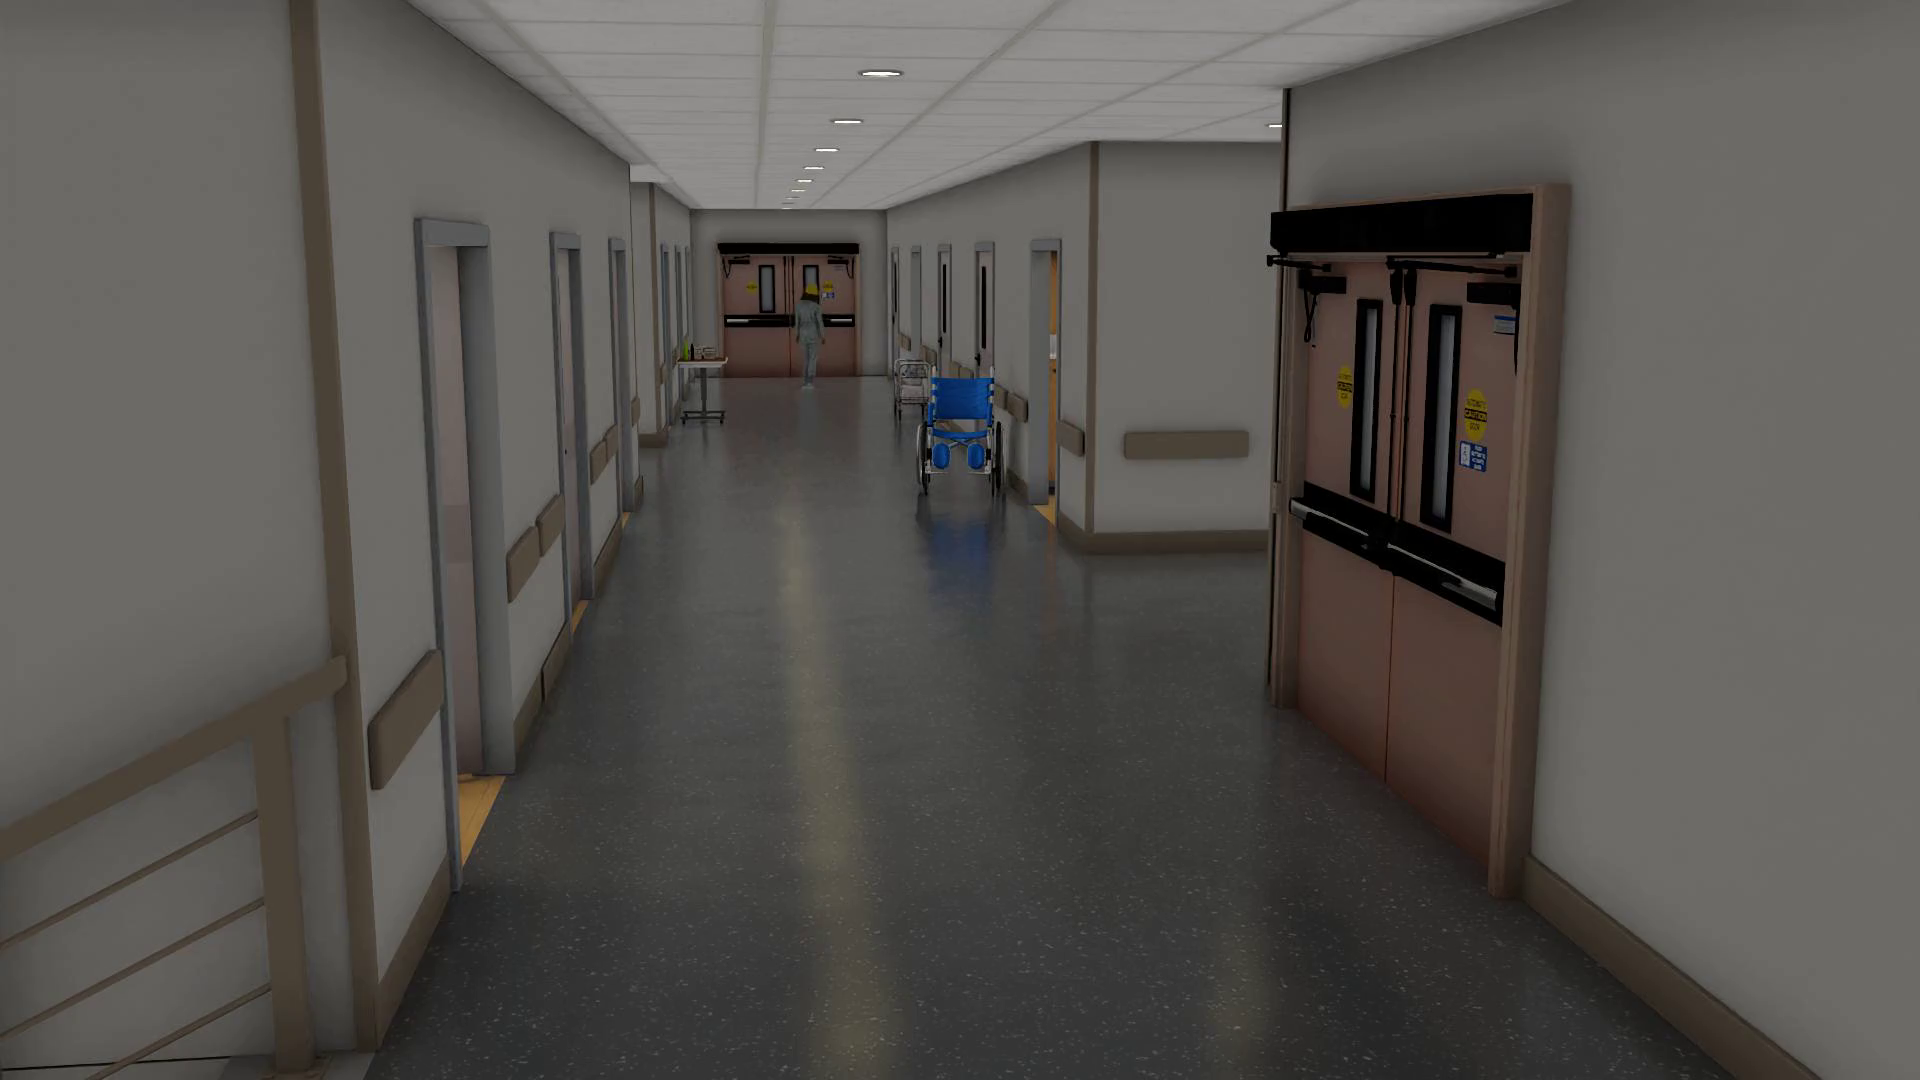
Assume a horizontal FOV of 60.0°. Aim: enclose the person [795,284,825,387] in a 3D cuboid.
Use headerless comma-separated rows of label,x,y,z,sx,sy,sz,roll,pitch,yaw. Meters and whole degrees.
person,-2.480,-3.434,27.964,0.508,1.705,0.594,4,10,21
